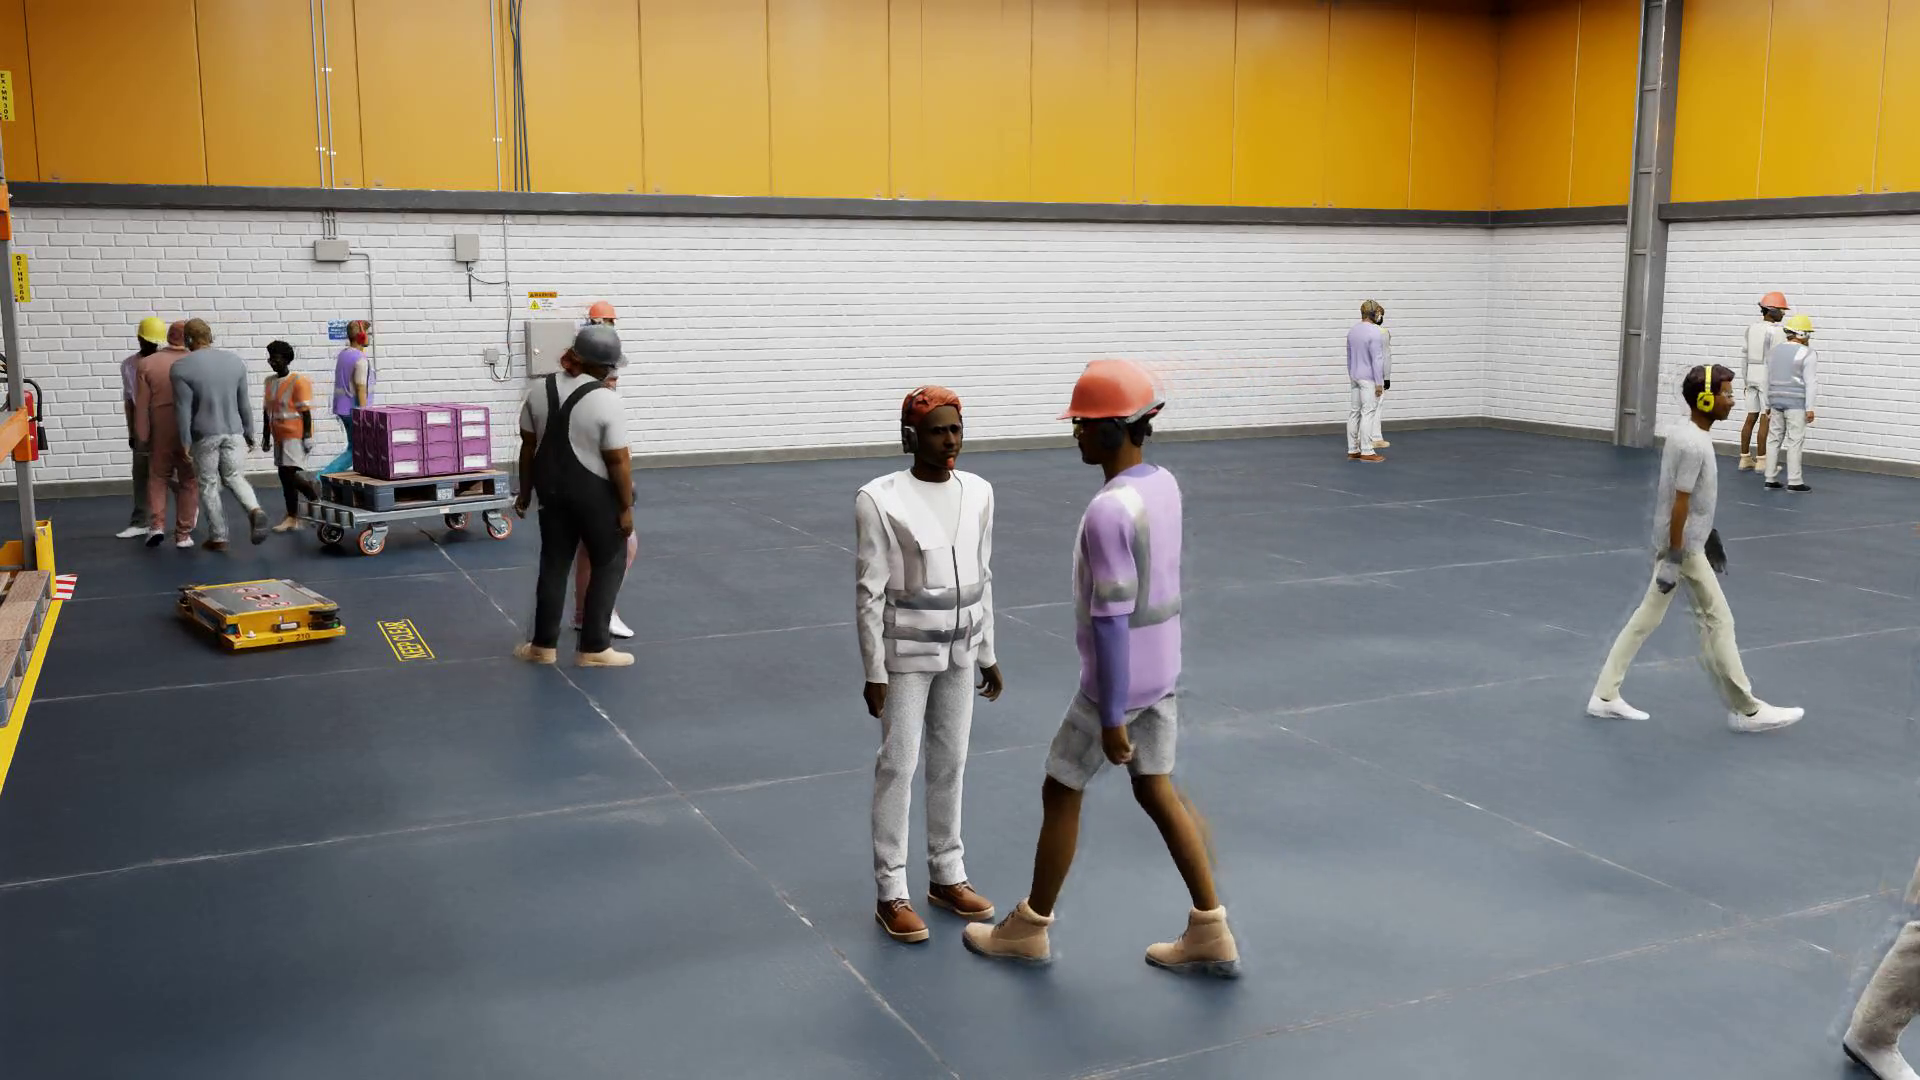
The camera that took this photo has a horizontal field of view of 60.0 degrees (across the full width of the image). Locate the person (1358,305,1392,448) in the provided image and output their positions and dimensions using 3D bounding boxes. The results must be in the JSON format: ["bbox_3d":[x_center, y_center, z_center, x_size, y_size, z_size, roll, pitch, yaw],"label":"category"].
[{"bbox_3d":[5.336,-2.116,21.526,0.429,1.842,0.637,-6,11,-34],"label":"person"}]

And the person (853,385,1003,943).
[{"bbox_3d":[-0.099,0.413,5.713,0.572,1.883,0.356,-7,12,-39],"label":"person"}]

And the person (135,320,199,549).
[{"bbox_3d":[-6.395,-0.861,13.649,0.667,1.881,0.409,-3,10,-20],"label":"person"}]

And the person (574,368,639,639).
[{"bbox_3d":[-2.190,-0.333,10.345,0.589,1.887,0.653,0,9,-2],"label":"person"}]

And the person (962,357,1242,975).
[{"bbox_3d":[0.490,0.418,5.322,0.909,2.006,0.613,5,10,29],"label":"person"}]

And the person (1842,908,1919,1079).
[{"bbox_3d":[2.781,0.780,4.340,0.533,1.583,0.896,-5,10,-29],"label":"person"}]

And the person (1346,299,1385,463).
[{"bbox_3d":[4.846,-1.891,19.835,0.367,1.939,0.634,-3,10,-20],"label":"person"}]

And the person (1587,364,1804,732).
[{"bbox_3d":[3.645,0.041,8.238,0.991,1.819,0.516,2,9,12],"label":"person"}]

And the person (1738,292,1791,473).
[{"bbox_3d":[9.120,-1.778,18.819,0.386,2.038,0.615,-2,9,-13],"label":"person"}]

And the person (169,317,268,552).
[{"bbox_3d":[-5.904,-0.819,13.292,0.703,1.905,0.686,7,11,36],"label":"person"}]

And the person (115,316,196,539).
[{"bbox_3d":[-6.873,-0.968,14.238,0.618,1.894,0.524,1,9,9],"label":"person"}]

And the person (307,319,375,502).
[{"bbox_3d":[-5.787,-1.177,15.761,0.711,1.825,0.573,-7,11,-37],"label":"person"}]

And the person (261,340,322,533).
[{"bbox_3d":[-5.789,-0.888,14.367,0.549,1.682,0.385,7,11,36],"label":"person"}]

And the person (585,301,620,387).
[{"bbox_3d":[-3.516,-1.352,16.354,0.430,1.978,0.641,-1,9,-4],"label":"person"}]

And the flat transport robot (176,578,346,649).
[{"bbox_3d":[-4.442,0.442,10.517,0.652,0.197,1.431,-7,11,-37],"label":"flat transport robot"}]

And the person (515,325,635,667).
[{"bbox_3d":[-2.199,-0.288,9.572,0.860,2.000,0.537,5,10,27],"label":"person"}]

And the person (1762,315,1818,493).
[{"bbox_3d":[8.544,-1.397,17.105,0.404,1.829,0.591,-4,10,-25],"label":"person"}]
